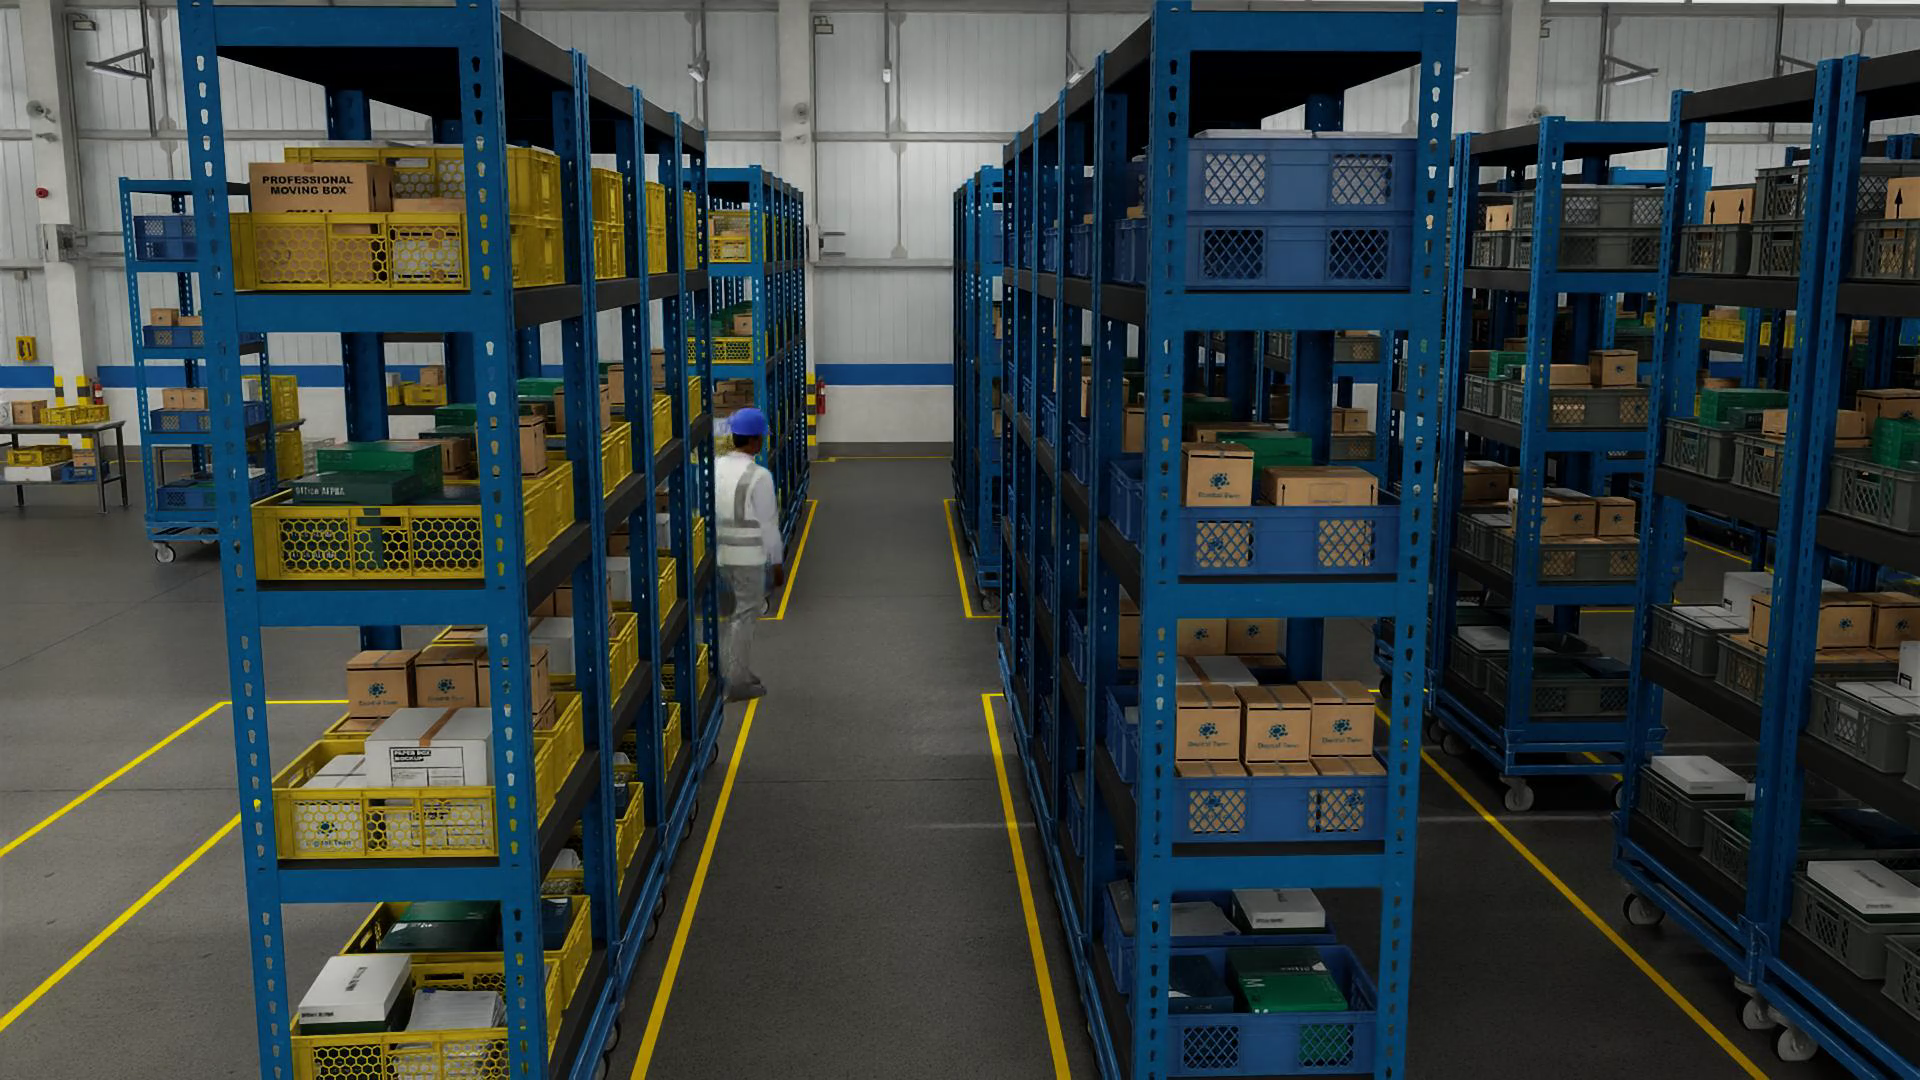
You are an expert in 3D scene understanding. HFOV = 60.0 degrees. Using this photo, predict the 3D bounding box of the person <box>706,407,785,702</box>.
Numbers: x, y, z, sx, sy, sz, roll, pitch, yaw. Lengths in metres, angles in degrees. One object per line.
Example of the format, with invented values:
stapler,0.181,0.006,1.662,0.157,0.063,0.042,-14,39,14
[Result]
person,-1.380,0.094,10.940,0.518,1.929,0.652,-9,14,-43

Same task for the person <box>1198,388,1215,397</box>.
person,1.967,-0.356,13.806,0.584,1.835,0.579,-1,10,-4
